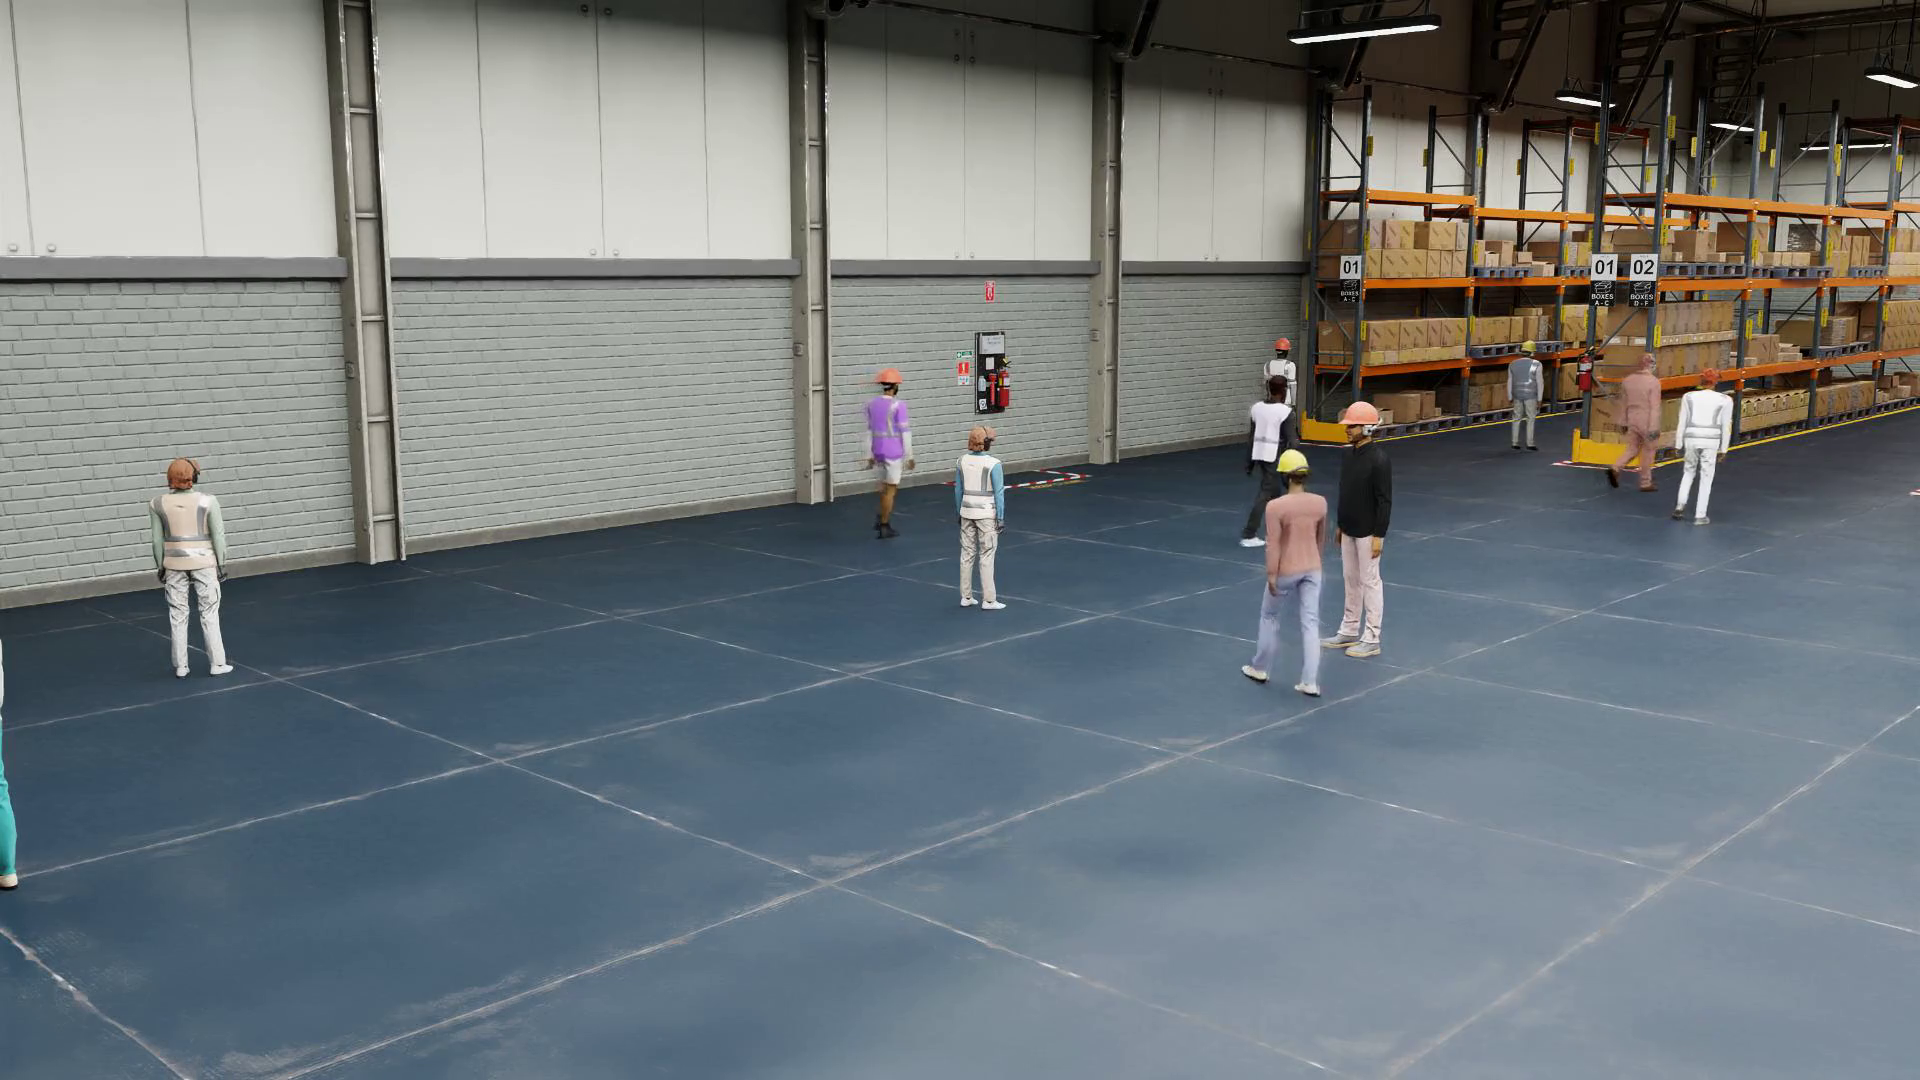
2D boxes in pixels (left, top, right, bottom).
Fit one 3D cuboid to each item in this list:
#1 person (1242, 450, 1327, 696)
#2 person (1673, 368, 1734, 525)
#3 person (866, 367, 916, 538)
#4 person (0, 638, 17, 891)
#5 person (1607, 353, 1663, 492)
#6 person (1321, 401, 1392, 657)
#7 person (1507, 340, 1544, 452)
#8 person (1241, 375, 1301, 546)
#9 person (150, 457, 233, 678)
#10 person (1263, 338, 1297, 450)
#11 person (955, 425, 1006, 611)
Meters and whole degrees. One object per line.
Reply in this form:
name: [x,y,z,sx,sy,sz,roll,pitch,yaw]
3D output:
person: [2.367,0.217,11.982,0.540,1.733,0.825,-3,10,-18]
person: [8.806,-1.109,19.713,0.595,1.853,0.491,7,12,36]
person: [-0.769,-0.974,18.674,0.549,1.918,0.517,9,13,43]
person: [-4.766,0.869,7.894,0.310,1.769,0.522,3,10,15]
person: [9.156,-1.574,22.416,0.664,1.888,0.650,-3,10,-20]
person: [3.127,-0.087,13.021,0.389,1.996,0.612,-3,10,-17]
person: [9.337,-2.370,27.436,0.601,1.830,0.404,8,12,42]
person: [3.473,-0.870,18.196,1.018,1.860,0.617,-6,11,-31]
person: [-5.683,0.209,12.292,0.514,1.642,0.311,-1,9,-8]
person: [4.988,-2.167,25.871,0.543,1.939,0.360,7,12,36]
person: [0.178,-0.194,14.755,0.523,1.638,0.311,7,12,38]
